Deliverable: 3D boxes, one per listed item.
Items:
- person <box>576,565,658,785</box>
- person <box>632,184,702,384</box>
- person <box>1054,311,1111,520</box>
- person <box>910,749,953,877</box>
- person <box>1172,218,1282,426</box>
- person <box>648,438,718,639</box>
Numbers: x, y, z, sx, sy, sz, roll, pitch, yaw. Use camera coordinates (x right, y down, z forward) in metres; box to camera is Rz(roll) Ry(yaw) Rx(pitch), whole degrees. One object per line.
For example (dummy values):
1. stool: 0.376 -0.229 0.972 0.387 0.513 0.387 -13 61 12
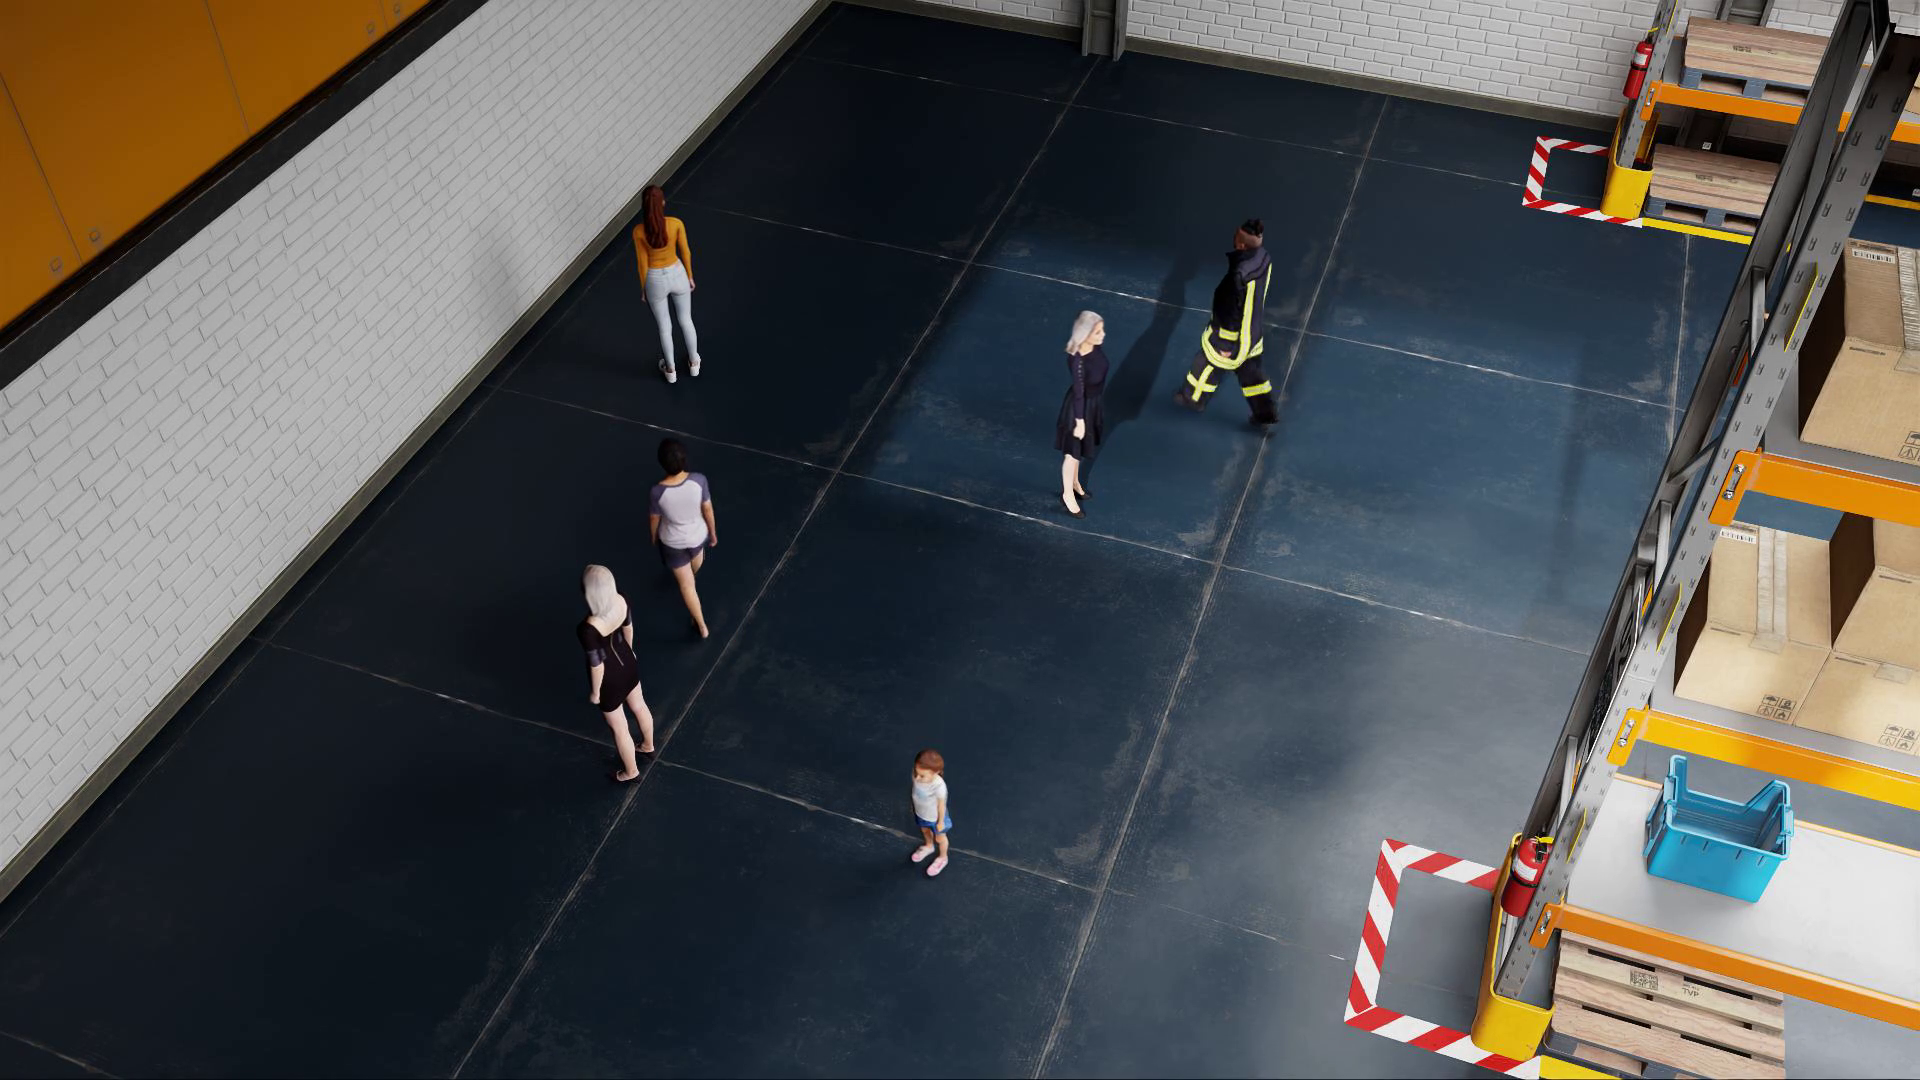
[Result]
1. person: -2.080 0.807 10.038 0.524 1.830 0.596 18 47 18
2. person: -2.306 -2.011 13.054 0.664 1.749 0.737 -15 46 -15
3. person: 0.885 -0.914 11.906 0.552 1.746 0.589 13 45 13
4. person: -0.163 1.582 9.813 0.427 1.019 0.524 31 52 28
5. person: 2.161 -1.598 12.557 1.230 1.838 0.976 28 50 26
6. person: -1.823 0.014 11.098 0.989 1.517 1.045 -18 47 -18
